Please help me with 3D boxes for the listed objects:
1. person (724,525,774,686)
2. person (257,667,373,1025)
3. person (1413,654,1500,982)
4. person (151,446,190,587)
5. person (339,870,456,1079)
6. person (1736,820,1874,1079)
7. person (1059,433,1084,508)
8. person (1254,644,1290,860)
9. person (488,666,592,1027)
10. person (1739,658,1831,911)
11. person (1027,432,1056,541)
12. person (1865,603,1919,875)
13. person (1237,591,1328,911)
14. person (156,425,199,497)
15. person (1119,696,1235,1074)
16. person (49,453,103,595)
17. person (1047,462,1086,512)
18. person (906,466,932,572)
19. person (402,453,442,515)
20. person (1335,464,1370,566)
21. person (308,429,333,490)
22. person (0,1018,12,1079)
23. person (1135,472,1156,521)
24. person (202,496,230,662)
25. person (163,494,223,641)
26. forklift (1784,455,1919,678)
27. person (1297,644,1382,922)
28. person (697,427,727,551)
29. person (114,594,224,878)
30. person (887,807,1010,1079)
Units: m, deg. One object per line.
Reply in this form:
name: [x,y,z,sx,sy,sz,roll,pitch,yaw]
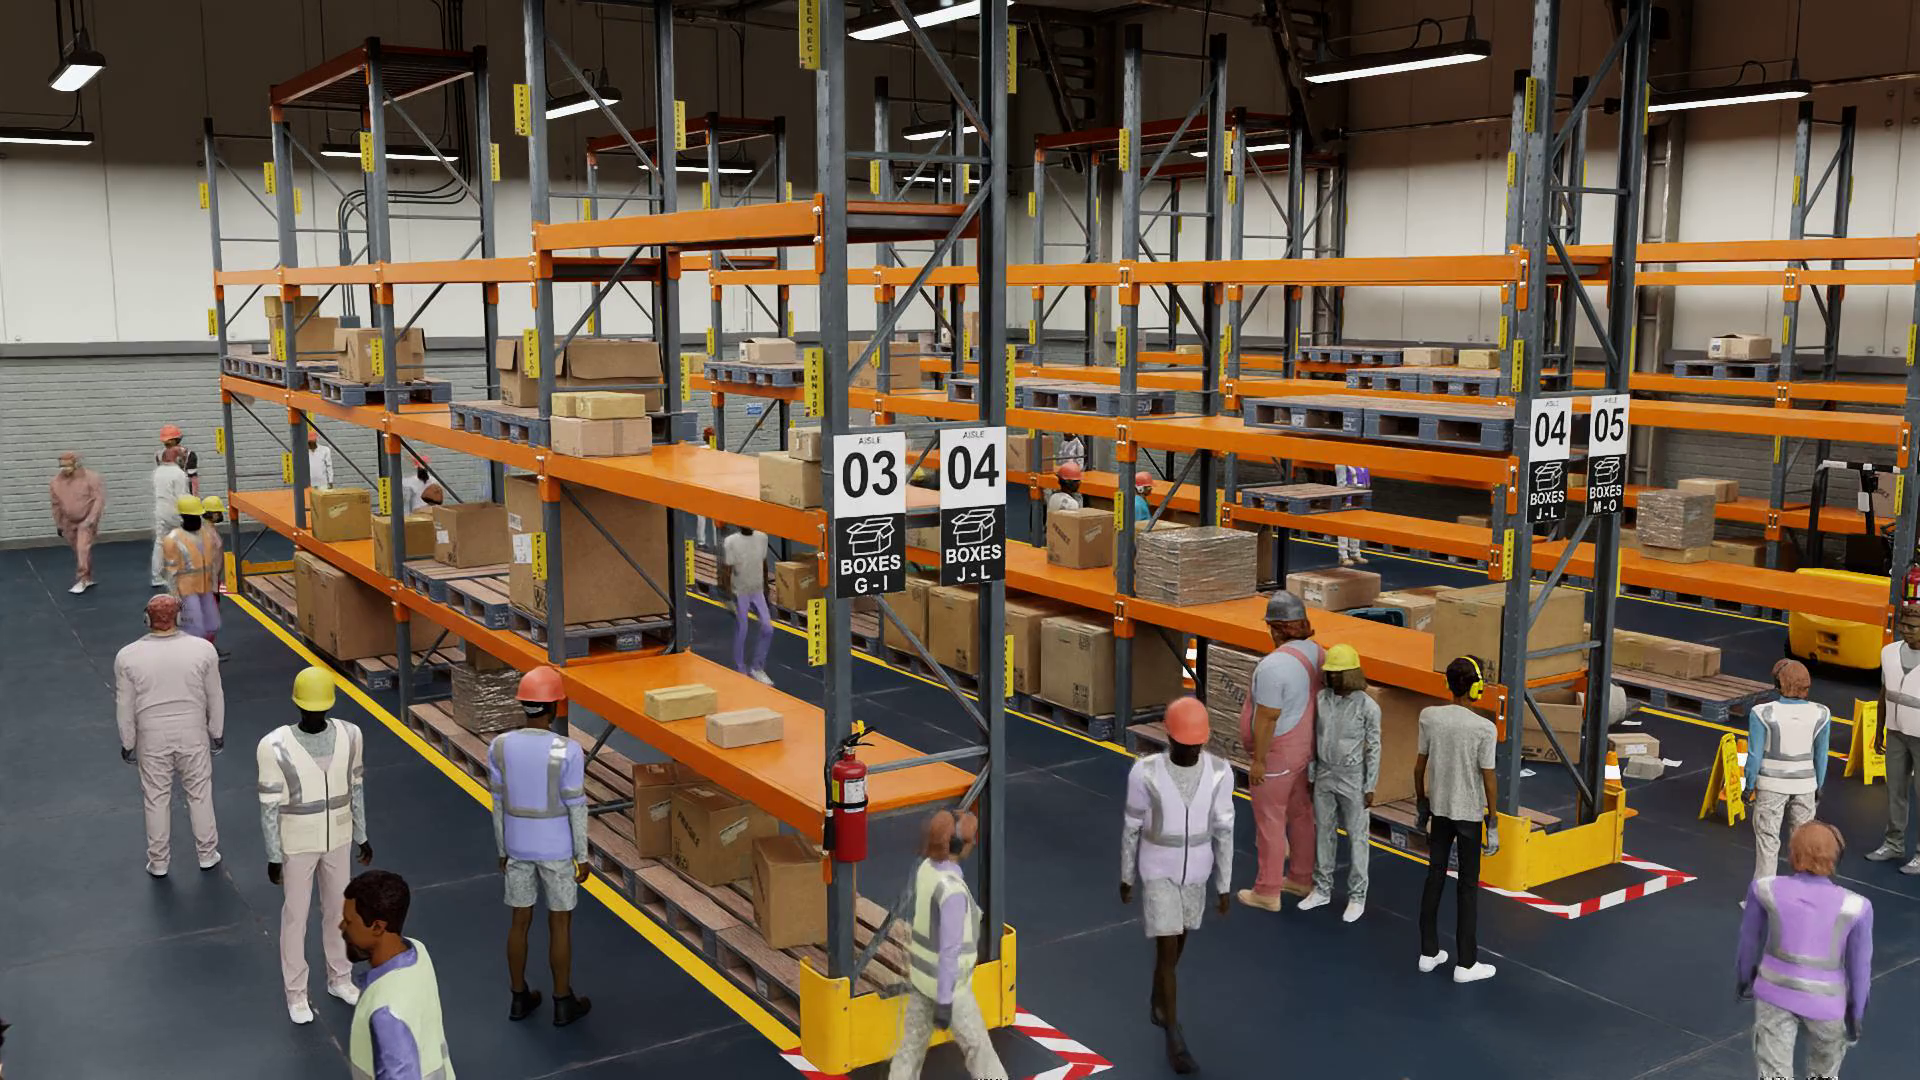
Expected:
person: [-2.054,0.549,16.343,0.556,1.848,0.585,-6,11,-37]
person: [-3.461,1.620,8.979,0.381,1.919,0.584,8,12,42]
person: [2.834,1.571,9.469,0.313,1.869,0.538,-8,12,-42]
person: [-10.362,-0.312,22.036,0.771,1.854,0.828,6,10,33]
person: [-1.961,2.091,5.872,0.395,1.911,0.590,-2,9,-14]
person: [3.724,2.016,7.363,0.534,1.602,0.796,5,10,31]
person: [1.811,-1.044,27.054,0.404,1.824,0.591,-5,10,-30]
person: [2.216,1.365,11.452,0.321,1.686,0.539,-3,9,-21]
person: [-2.224,1.628,8.902,0.546,1.928,0.384,2,9,14]
person: [5.135,1.552,10.358,0.521,1.640,0.306,0,9,-1]
person: [1.273,-0.835,26.061,0.538,1.695,0.319,5,10,30]
person: [6.443,1.328,11.219,0.389,1.837,0.560,-4,9,-22]
person: [2.056,1.312,10.627,0.535,2.000,0.686,8,12,44]
person: [-11.069,-0.616,23.516,0.617,2.028,0.409,1,9,8]
person: [1.113,1.696,8.598,0.550,1.891,0.895,-2,9,-10]
person: [-11.416,-0.209,21.477,0.655,1.823,1.016,0,9,2]
person: [1.186,0.159,18.295,0.391,2.040,0.615,-4,9,-22]
person: [-0.508,-0.041,20.555,0.540,1.755,0.459,-5,10,-30]
person: [-7.330,-0.339,22.667,0.563,1.719,0.807,-6,10,-35]
person: [5.626,-0.559,23.734,0.633,1.846,0.429,-7,11,-39]
person: [-10.325,-0.936,26.600,0.577,1.737,0.355,-4,9,-23]
person: [-2.786,2.251,4.639,0.609,1.960,0.377,5,10,28]
person: [2.177,0.050,19.977,0.327,1.752,0.563,1,9,8]
person: [-7.891,0.409,17.595,0.349,1.758,0.521,-3,9,-19]
person: [-7.653,0.483,16.583,0.479,1.904,0.604,3,9,18]
forklift: [9.643,0.253,17.172,2.313,2.155,1.214,-6,10,-33]
person: [2.370,1.500,10.362,0.488,1.743,0.317,8,12,43]
person: [-3.756,-0.769,25.079,0.577,1.874,0.387,1,9,7]
person: [-5.277,1.302,11.143,0.652,1.905,0.408,-5,10,-28]
person: [0.000,1.995,7.554,0.846,1.590,0.519,-3,9,-19]
